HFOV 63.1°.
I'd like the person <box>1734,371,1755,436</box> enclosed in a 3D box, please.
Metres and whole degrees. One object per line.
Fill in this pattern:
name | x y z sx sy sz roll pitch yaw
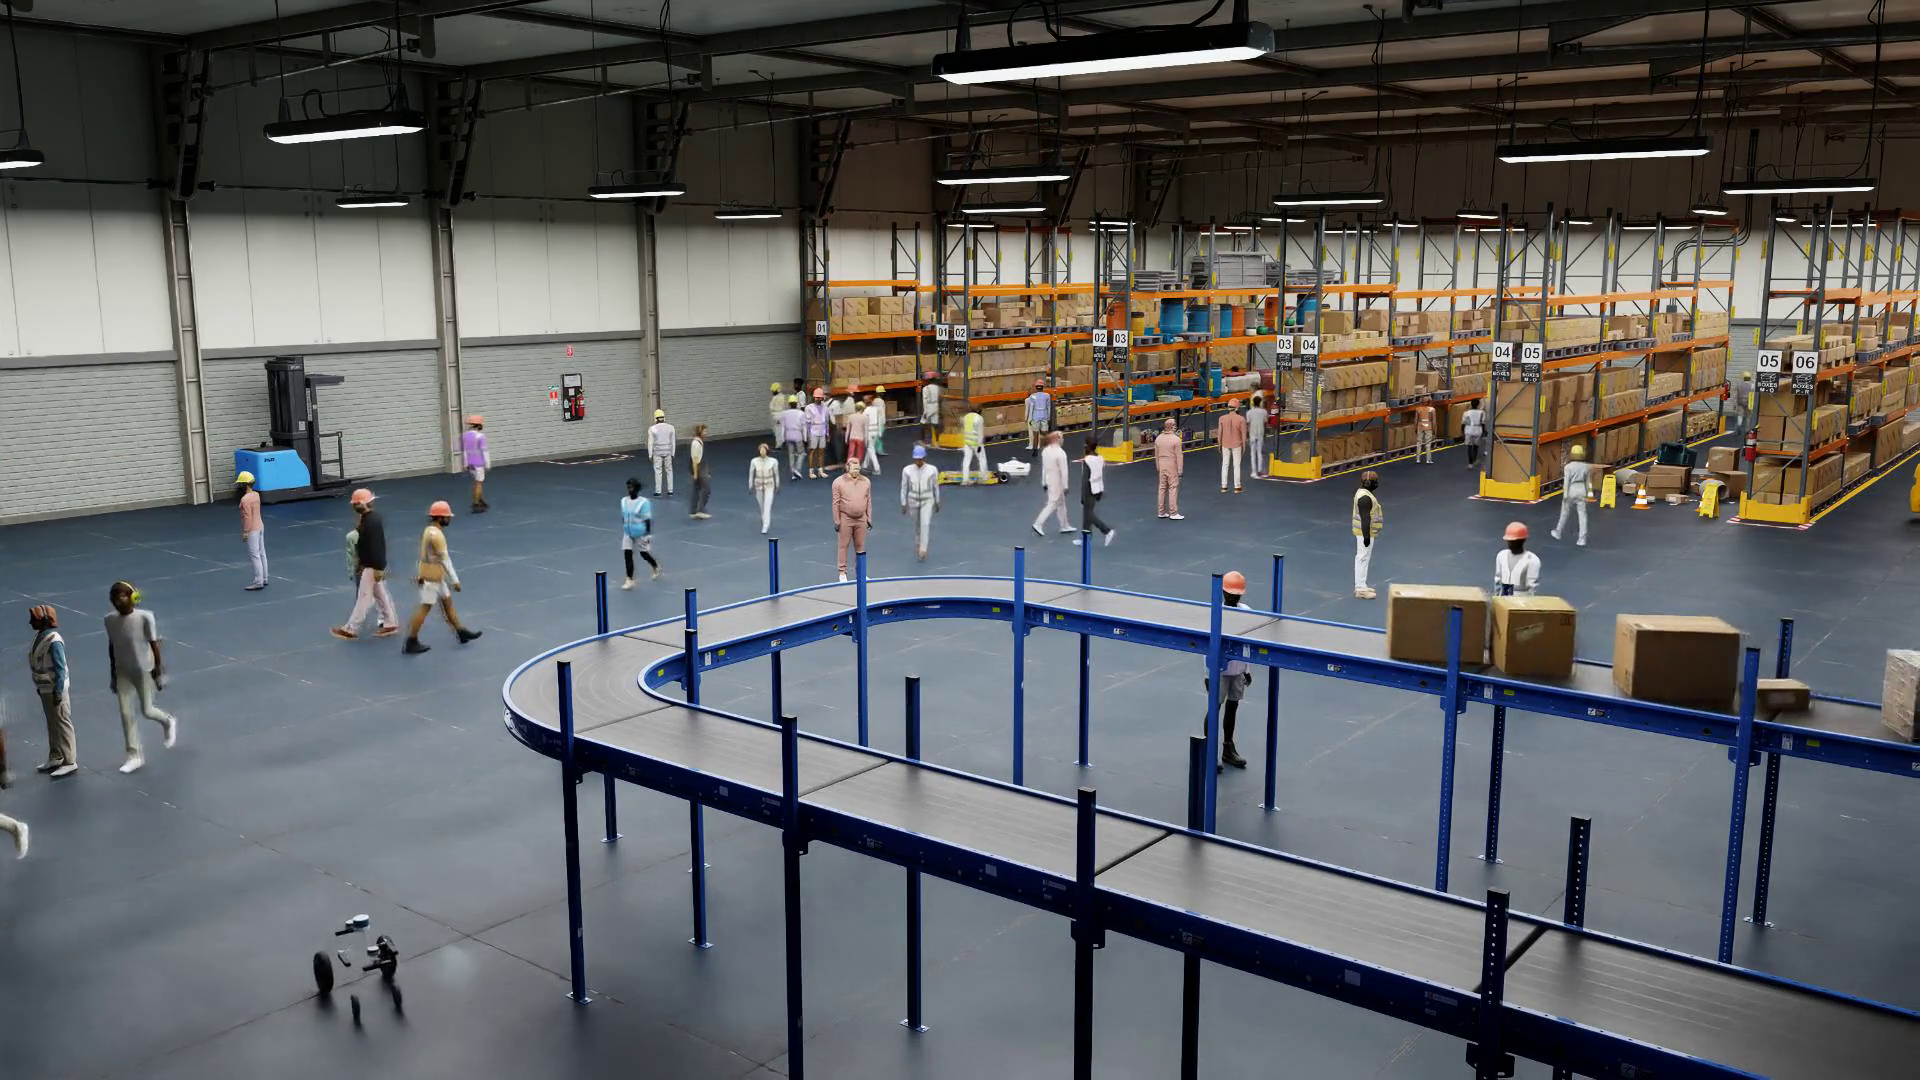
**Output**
person | 22.044 -3.824 43.910 0.608 1.802 0.708 6 12 30

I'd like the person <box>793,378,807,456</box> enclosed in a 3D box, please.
person | -4.045 -3.115 39.465 0.364 1.965 0.609 -2 10 -12

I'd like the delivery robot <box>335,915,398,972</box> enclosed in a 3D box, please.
delivery robot | -3.961 2.606 10.358 0.335 0.223 0.698 -7 12 -35

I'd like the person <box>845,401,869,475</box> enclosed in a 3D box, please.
person | -2.331 -2.268 35.320 0.571 1.733 0.545 3 11 18

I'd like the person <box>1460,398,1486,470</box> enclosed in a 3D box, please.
person | 12.081 -2.518 36.921 0.548 1.662 0.744 0 10 2

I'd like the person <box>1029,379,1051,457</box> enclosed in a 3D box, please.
person | 2.002 -3.061 39.268 0.542 1.927 0.379 -1 10 -7

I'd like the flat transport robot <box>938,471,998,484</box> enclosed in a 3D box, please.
flat transport robot | 0.125 -1.392 34.656 1.431 0.197 0.652 0 10 1

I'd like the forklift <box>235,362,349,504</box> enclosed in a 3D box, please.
forklift | -13.803 -2.244 32.110 1.129 2.768 1.873 8 13 37

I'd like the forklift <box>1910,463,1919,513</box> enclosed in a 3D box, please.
forklift | 19.034 -1.348 28.998 2.313 2.155 1.214 8 13 37

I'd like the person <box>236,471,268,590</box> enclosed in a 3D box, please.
person | -10.558 -0.143 23.299 0.328 1.769 0.526 -1 10 -4

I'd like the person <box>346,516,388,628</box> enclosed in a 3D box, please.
person | -7.922 0.388 20.919 0.513 1.542 0.987 -5 11 -26

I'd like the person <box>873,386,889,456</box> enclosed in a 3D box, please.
person | -2.010 -3.006 39.415 0.312 1.768 0.522 -6 12 -29

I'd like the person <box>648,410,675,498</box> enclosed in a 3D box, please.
person | -6.186 -1.790 32.409 0.588 1.823 0.403 -6 12 -31

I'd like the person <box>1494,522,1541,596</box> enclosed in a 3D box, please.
person | 6.327 0.743 17.850 0.389 1.934 0.574 -8 13 -38

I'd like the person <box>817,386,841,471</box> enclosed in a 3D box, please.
person | -3.165 -2.610 36.531 0.914 2.000 0.701 -9 14 -42

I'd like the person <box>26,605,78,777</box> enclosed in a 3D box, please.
person | -8.634 1.418 14.865 0.512 1.642 0.311 9 13 41

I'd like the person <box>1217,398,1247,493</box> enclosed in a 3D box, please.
person | 5.766 -2.001 33.116 0.624 1.990 0.388 5 11 25

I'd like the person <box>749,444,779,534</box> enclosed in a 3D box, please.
person | -3.541 -0.950 28.315 0.529 1.597 0.844 1 10 6

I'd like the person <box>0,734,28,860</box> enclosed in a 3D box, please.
person | -7.716 1.779 12.280 0.515 1.844 0.642 1 10 5

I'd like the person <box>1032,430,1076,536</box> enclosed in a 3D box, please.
person | 1.679 -1.025 27.949 0.939 1.871 0.646 -5 11 -24

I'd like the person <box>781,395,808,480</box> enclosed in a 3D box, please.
person | -3.691 -2.281 34.896 0.622 1.914 0.403 3 10 14

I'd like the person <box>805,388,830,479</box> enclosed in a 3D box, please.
person | -3.187 -2.401 35.239 0.608 2.039 0.395 -7 12 -36

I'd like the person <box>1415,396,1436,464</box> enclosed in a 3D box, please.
person | 11.229 -2.651 37.778 0.513 1.638 0.313 7 12 36

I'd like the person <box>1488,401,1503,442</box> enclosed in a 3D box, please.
person | 12.572 -2.534 36.268 0.629 1.940 0.379 7 12 35

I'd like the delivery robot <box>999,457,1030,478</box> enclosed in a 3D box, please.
delivery robot | 1.209 -1.587 34.688 0.707 0.478 0.477 0 10 1

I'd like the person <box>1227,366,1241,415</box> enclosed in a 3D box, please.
person | 8.441 -4.517 48.171 0.540 1.677 0.585 4 11 20

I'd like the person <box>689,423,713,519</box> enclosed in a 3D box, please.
person | -4.882 -1.301 29.653 0.597 1.820 0.513 -2 10 -10

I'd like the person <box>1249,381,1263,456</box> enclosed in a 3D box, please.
person | 7.484 -3.082 39.486 0.474 1.895 0.736 1 10 6

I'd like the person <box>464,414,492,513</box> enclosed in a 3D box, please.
person | -9.330 -1.501 30.516 0.565 1.912 0.660 7 12 35

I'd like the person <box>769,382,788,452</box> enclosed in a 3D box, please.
person | -4.654 -3.166 40.195 0.521 1.804 0.589 -5 11 -24

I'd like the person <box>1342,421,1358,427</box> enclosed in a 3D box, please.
person | 11.670 -4.356 46.492 0.389 1.949 0.603 -4 11 -22

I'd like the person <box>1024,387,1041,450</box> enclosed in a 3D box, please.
person | 1.896 -3.177 40.750 0.503 1.631 0.282 -6 12 -30

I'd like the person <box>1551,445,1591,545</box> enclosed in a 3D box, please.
person | 10.653 -0.793 27.139 0.512 1.694 0.893 -1 10 -6

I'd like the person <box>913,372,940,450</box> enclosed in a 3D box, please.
person | -0.856 -3.372 40.798 0.937 2.000 0.613 10 14 44

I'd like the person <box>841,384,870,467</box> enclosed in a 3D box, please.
person | -2.475 -2.718 37.210 0.827 1.962 0.665 0 10 0

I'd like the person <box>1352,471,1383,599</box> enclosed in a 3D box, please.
person | 5.933 -0.092 22.800 0.429 1.842 0.633 2 10 12

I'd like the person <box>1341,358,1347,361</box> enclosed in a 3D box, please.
person | 13.065 -5.523 53.406 0.582 1.825 0.576 9 13 40

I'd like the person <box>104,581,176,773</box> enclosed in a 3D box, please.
person | -7.950 1.268 15.152 0.514 1.844 0.697 1 10 3

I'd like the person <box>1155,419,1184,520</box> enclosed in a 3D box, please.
person | 3.994 -1.346 29.660 0.409 1.913 0.642 -9 13 -40

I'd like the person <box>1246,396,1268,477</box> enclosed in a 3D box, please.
person | 6.700 -2.351 35.507 0.546 1.844 0.433 -1 10 -4

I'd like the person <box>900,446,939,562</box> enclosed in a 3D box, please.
person | -0.655 -0.646 25.805 0.621 1.887 1.058 1 10 6

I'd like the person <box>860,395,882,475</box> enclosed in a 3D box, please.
person | -2.087 -2.418 35.949 0.582 1.829 1.000 -8 13 -40

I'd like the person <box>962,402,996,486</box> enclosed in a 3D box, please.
person | 0.390 -2.108 34.226 0.902 1.799 0.645 -9 14 -42

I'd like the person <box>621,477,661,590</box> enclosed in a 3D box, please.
person | -4.813 -0.124 23.462 0.538 1.674 0.727 5 11 24

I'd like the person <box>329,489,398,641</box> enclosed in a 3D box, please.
person | -7.741 0.324 20.189 0.901 1.951 0.639 -4 11 -21

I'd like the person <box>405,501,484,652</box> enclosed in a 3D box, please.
person | -6.556 0.452 19.654 1.006 1.876 0.573 -5 11 -27

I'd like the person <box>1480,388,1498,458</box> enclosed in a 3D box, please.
person | 13.251 -2.996 39.073 1.028 1.867 0.604 -10 14 -44

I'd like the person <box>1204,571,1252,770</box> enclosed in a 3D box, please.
person | 2.586 1.242 15.029 0.547 1.934 0.376 -5 11 -28

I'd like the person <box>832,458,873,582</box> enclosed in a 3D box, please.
person | -1.625 -0.306 23.831 0.639 1.905 0.407 -5 11 -26

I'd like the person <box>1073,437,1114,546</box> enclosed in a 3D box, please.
person | 2.297 -0.822 26.765 0.740 1.894 0.600 6 12 29
